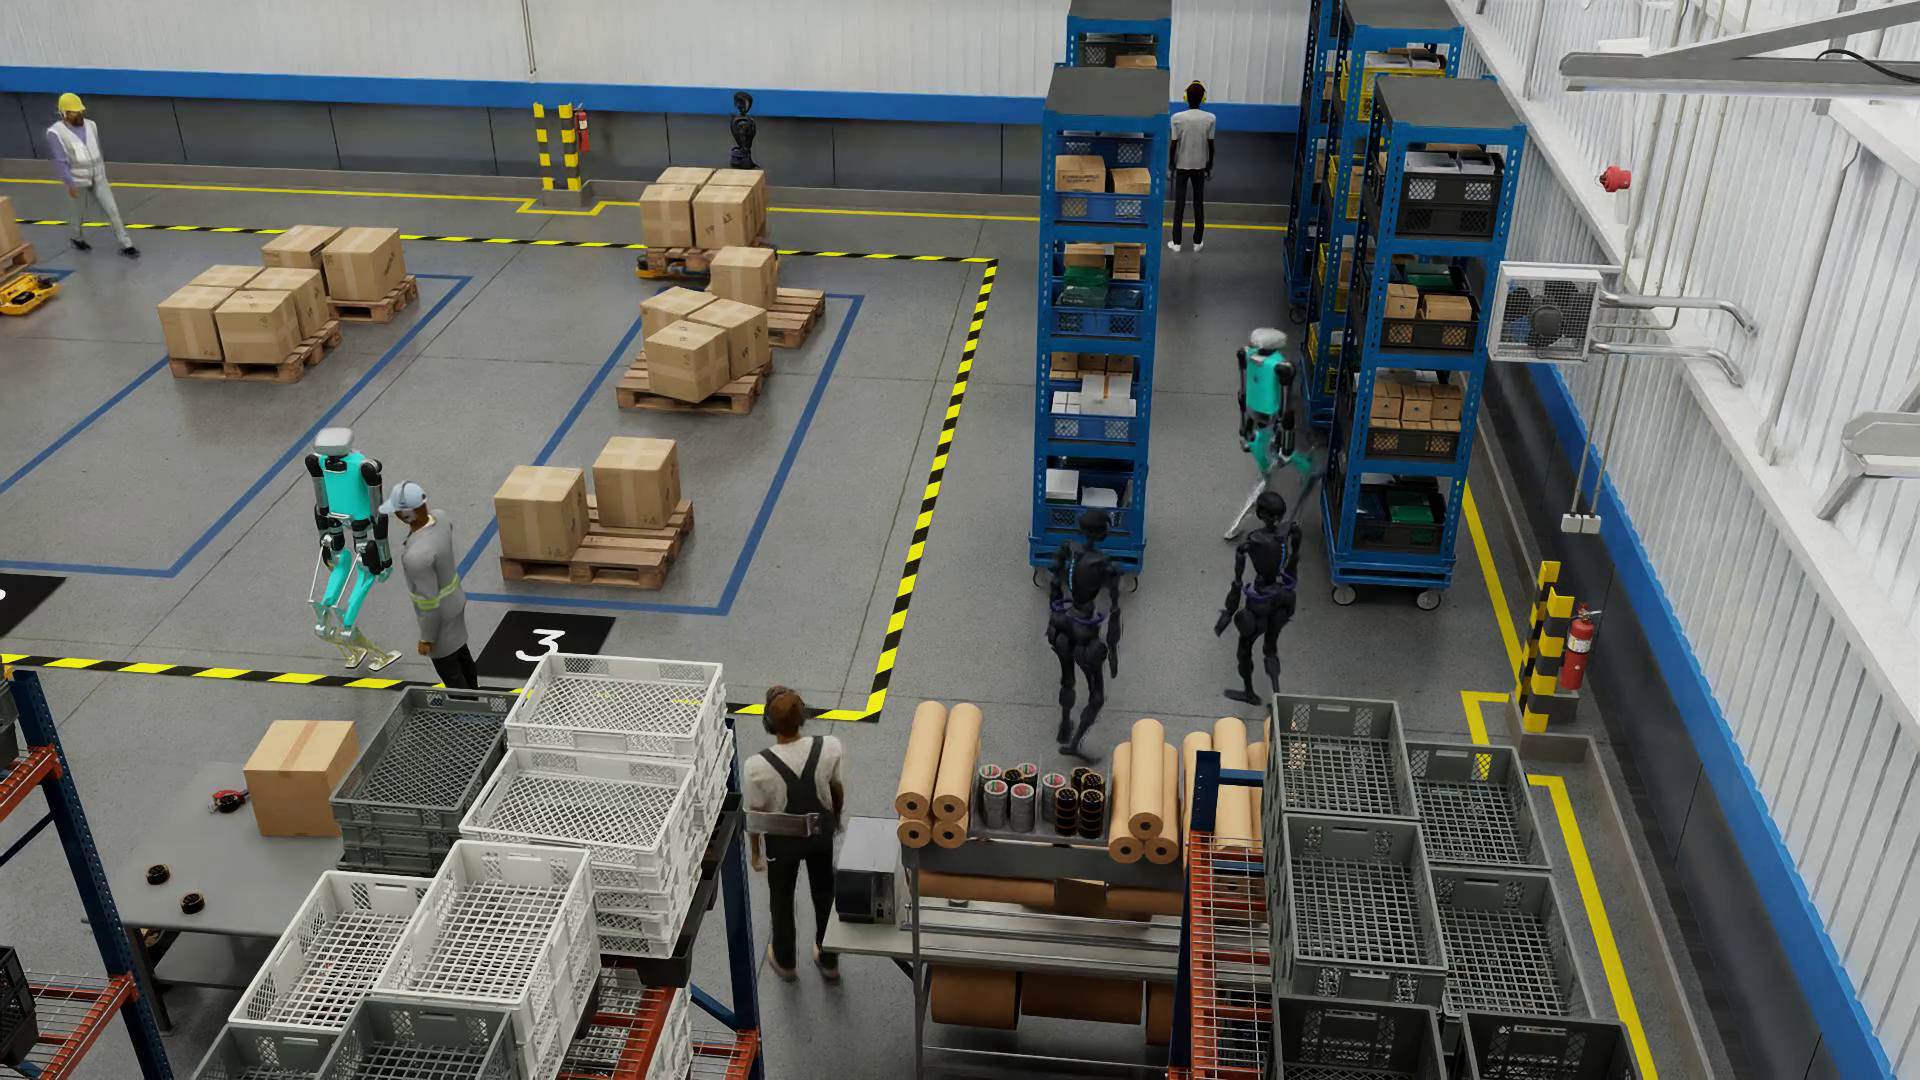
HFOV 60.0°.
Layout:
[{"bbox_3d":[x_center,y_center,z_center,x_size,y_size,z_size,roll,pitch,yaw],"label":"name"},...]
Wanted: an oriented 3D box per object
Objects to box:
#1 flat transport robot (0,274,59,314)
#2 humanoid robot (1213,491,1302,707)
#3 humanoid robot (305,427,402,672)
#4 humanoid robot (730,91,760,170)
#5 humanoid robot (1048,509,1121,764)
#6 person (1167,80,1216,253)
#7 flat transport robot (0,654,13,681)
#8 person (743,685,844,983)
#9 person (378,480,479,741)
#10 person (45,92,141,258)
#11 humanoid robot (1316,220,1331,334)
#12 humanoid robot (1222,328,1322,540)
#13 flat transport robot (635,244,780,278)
[{"bbox_3d":[-10.108,-2.554,17.032,1.431,0.197,0.652,3,30,6],"label":"flat transport robot"},{"bbox_3d":[1.951,0.409,10.593,0.600,1.642,0.487,-18,35,-27],"label":"humanoid robot"},{"bbox_3d":[-4.048,0.145,10.827,0.533,1.681,0.735,9,31,15],"label":"humanoid robot"},{"bbox_3d":[-2.366,-4.122,18.342,0.315,1.653,0.599,-2,30,-3],"label":"humanoid robot"},{"bbox_3d":[0.713,0.589,10.270,0.492,1.645,0.609,-24,38,-35],"label":"humanoid robot"},{"bbox_3d":[2.498,-4.035,18.012,0.507,1.872,0.328,0,30,-1],"label":"person"},{"bbox_3d":[-7.142,0.969,11.010,1.431,0.231,0.659,3,30,6],"label":"flat transport robot"},{"bbox_3d":[-0.830,1.514,8.507,0.531,1.836,0.393,-11,32,-18],"label":"person"},{"bbox_3d":[-3.276,0.448,10.335,0.398,1.848,0.587,-1,30,-2],"label":"person"},{"bbox_3d":[-9.449,-3.931,17.917,0.926,1.789,0.588,18,35,28],"label":"person"},{"bbox_3d":[3.506,-2.515,15.579,0.315,1.656,0.599,17,34,27],"label":"humanoid robot"},{"bbox_3d":[2.457,-0.814,12.655,0.865,1.782,0.545,-20,36,-31],"label":"humanoid robot"},{"bbox_3d":[-2.695,-2.994,17.788,1.431,0.197,0.652,3,30,6],"label":"flat transport robot"}]
